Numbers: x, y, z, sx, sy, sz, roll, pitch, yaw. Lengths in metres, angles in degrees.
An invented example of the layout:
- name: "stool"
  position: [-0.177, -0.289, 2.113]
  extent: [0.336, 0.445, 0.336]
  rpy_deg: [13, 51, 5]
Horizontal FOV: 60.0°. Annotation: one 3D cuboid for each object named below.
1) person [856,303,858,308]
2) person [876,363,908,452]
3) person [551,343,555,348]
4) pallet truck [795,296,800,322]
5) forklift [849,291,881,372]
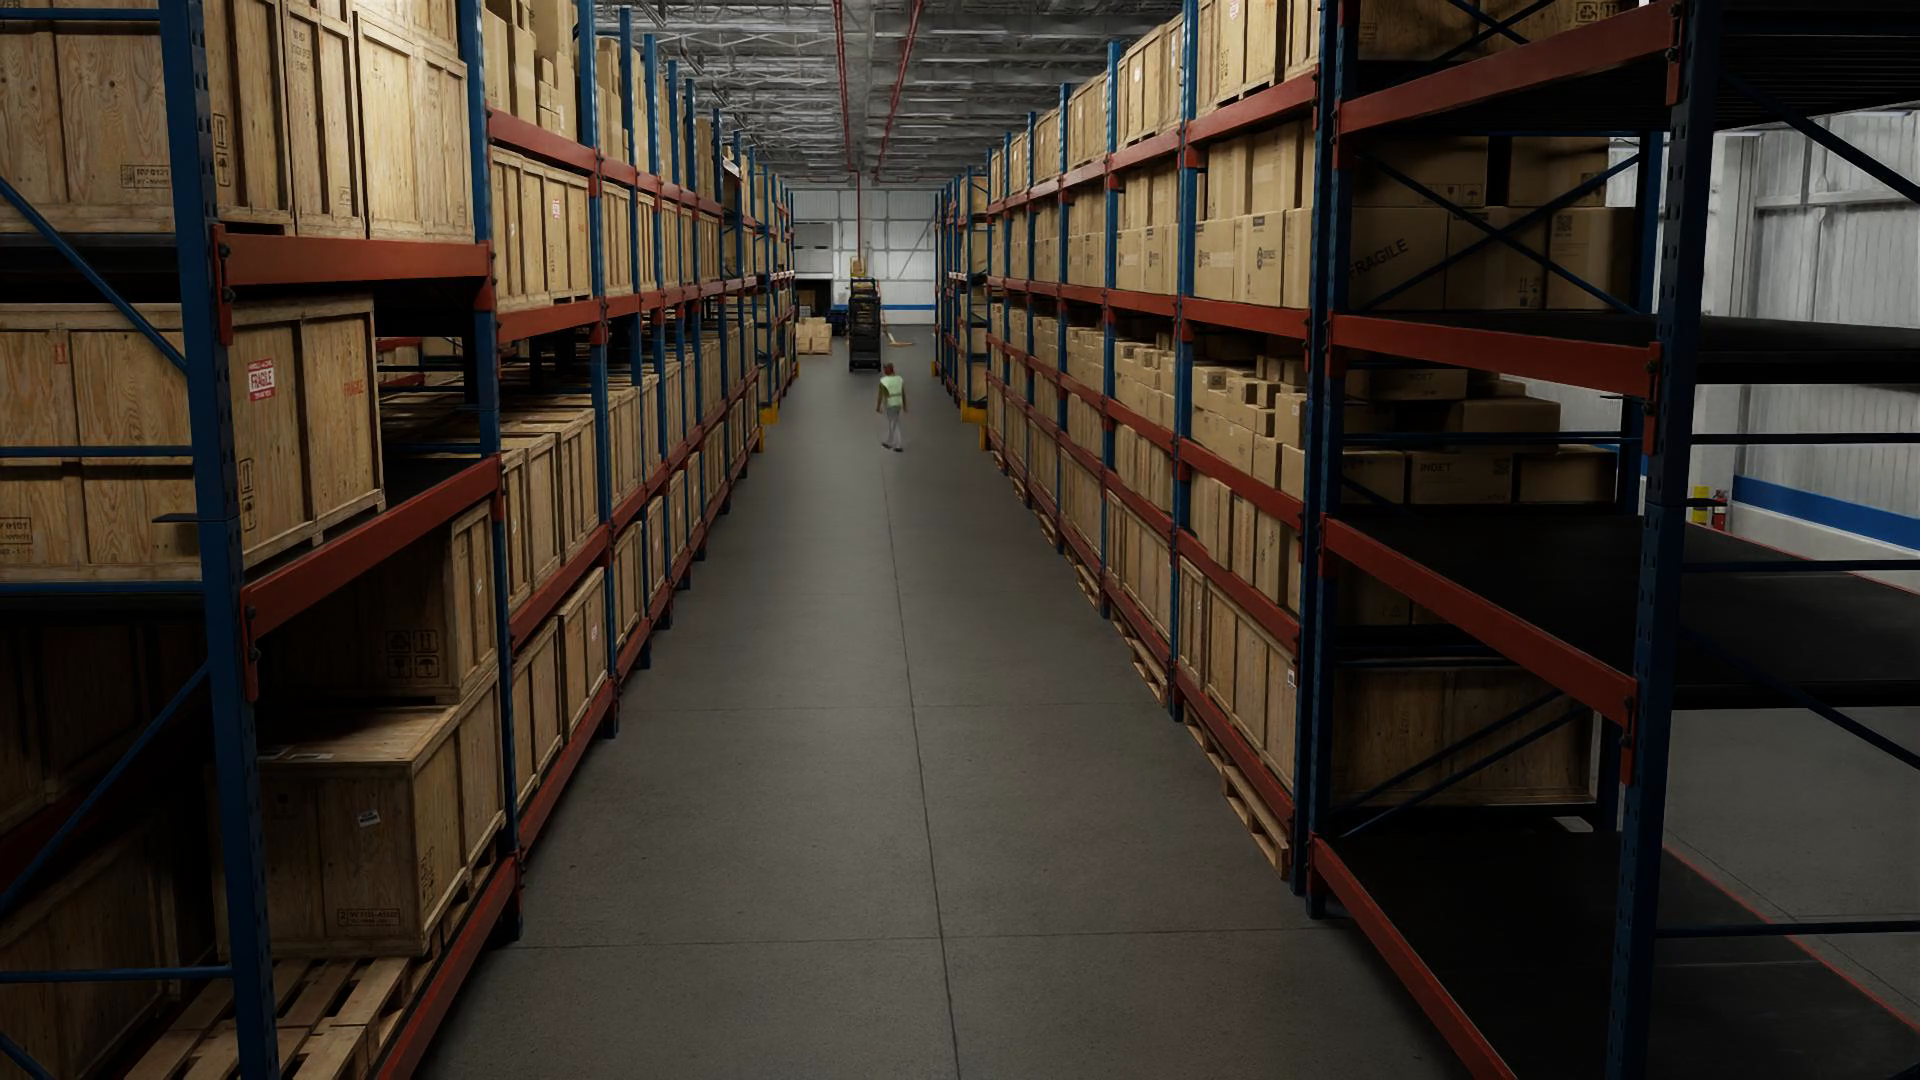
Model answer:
- name: "person"
  position: [-5.499, -12.187, 90.242]
  extent: [0.576, 1.882, 0.362]
  rpy_deg: [6, 11, 31]
- name: "person"
  position: [-1.436, -2.702, 33.852]
  extent: [0.560, 1.786, 0.935]
  rpy_deg: [-9, 13, -42]
- name: "person"
  position: [-10.841, -4.553, 44.837]
  extent: [0.620, 1.820, 0.735]
  rpy_deg: [0, 10, 1]
- name: "pallet truck"
  position: [-8.622, -12.439, 91.403]
  extent: [1.885, 1.965, 0.823]
  rpy_deg: [2, 10, 13]
- name: "forklift"
  position: [-3.342, -7.346, 58.347]
  extent: [1.129, 2.768, 1.873]
  rpy_deg: [-1, 10, -3]
